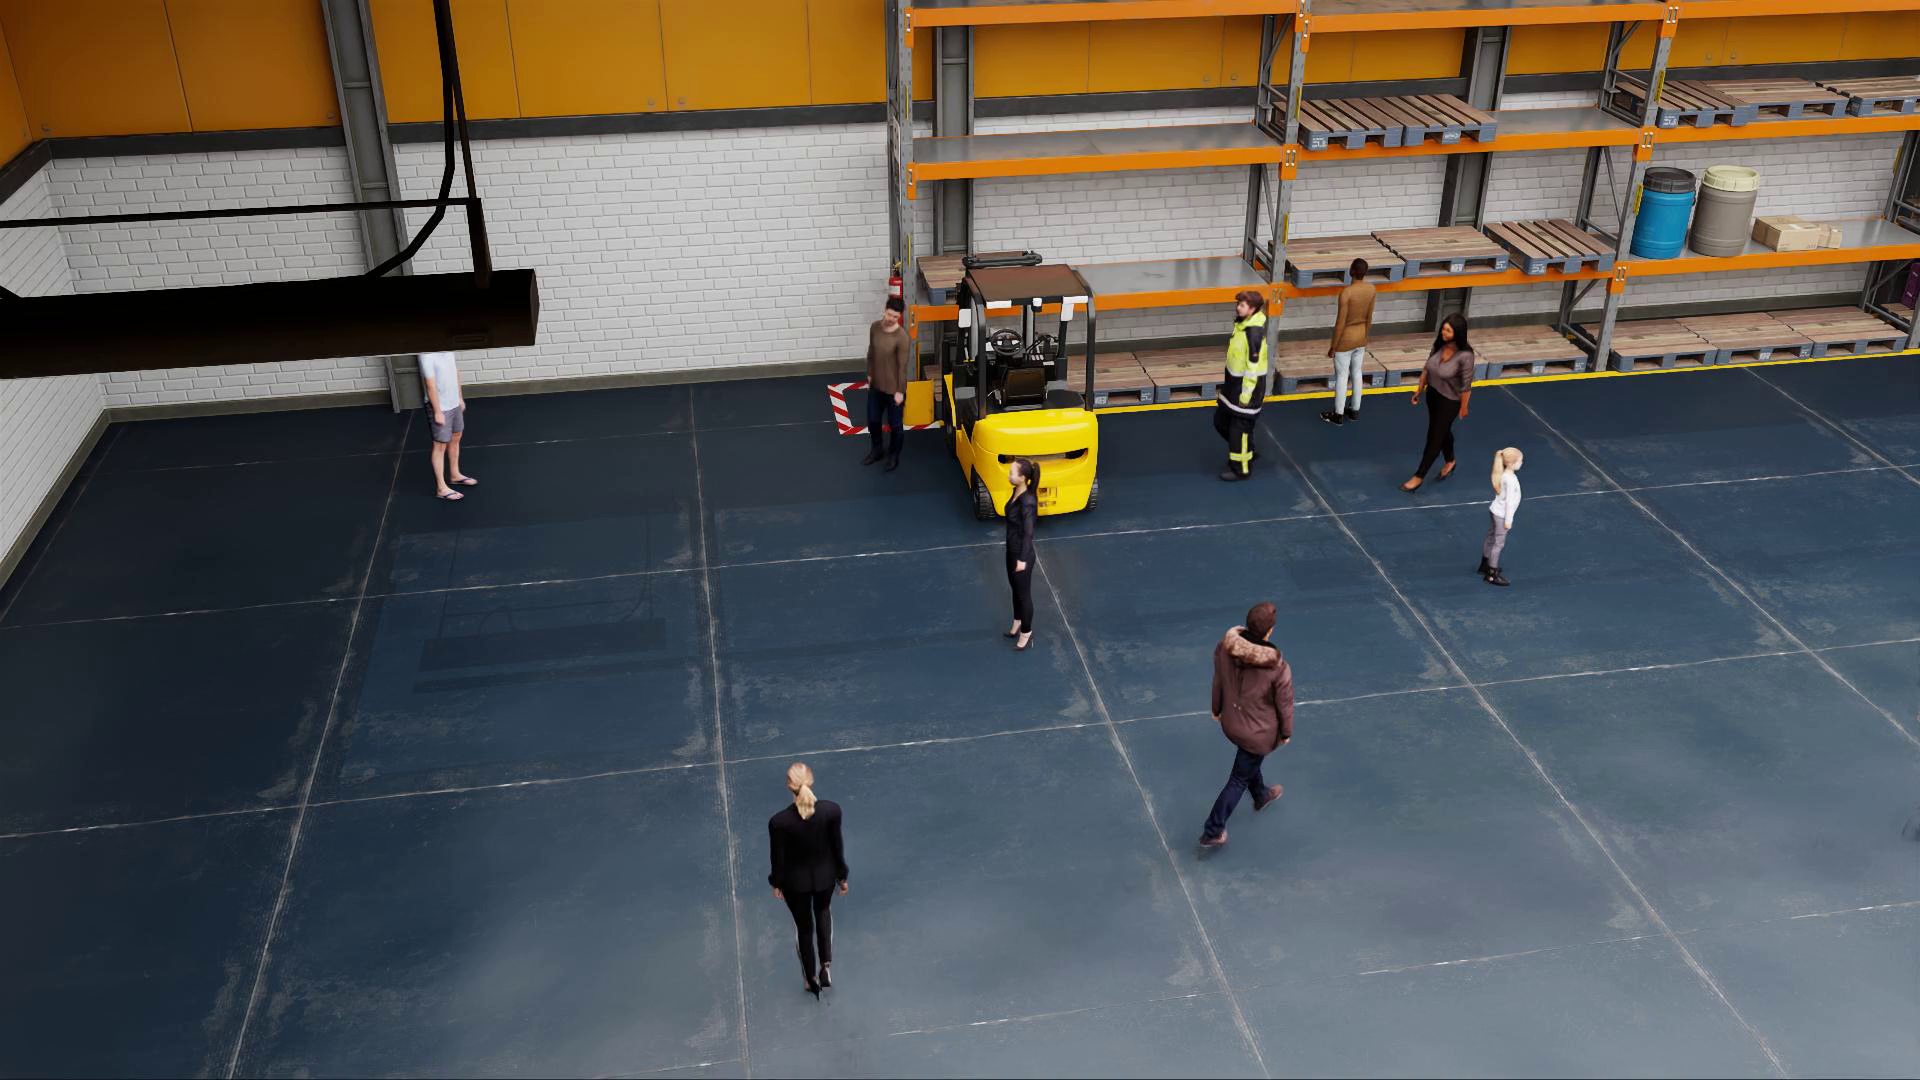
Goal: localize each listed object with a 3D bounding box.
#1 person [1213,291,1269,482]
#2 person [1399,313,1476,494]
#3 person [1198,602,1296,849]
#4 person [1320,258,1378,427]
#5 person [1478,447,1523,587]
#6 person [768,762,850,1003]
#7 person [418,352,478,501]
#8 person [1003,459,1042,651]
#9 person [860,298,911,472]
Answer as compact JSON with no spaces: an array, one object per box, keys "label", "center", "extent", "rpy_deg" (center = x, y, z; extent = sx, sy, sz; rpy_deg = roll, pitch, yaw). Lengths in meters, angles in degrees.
[{"label":"person","center":[2.849,-1.508,16.247],"extent":[0.714,1.967,0.785],"rpy_deg":[-3,29,-6]},{"label":"person","center":[4.766,-1.342,16.117],"extent":[1.168,1.800,0.860],"rpy_deg":[-14,31,-23]},{"label":"person","center":[1.914,1.293,11.286],"extent":[1.332,1.801,1.148],"rpy_deg":[-23,36,-36]},{"label":"person","center":[4.109,-2.091,17.473],"extent":[0.589,1.816,0.761],"rpy_deg":[-14,32,-24]},{"label":"person","center":[4.753,-0.232,14.627],"extent":[0.550,1.279,0.531],"rpy_deg":[1,29,3]},{"label":"person","center":[-0.878,2.100,9.916],"extent":[0.601,1.696,0.741],"rpy_deg":[-10,30,-17]},{"label":"person","center":[-4.984,-1.301,16.011],"extent":[0.684,1.829,0.705],"rpy_deg":[7,29,12]},{"label":"person","center":[0.489,0.107,13.553],"extent":[0.481,1.712,0.572],"rpy_deg":[-5,29,-10]},{"label":"person","center":[-0.709,-1.546,16.432],"extent":[0.851,1.857,0.780],"rpy_deg":[-25,37,-38]}]
